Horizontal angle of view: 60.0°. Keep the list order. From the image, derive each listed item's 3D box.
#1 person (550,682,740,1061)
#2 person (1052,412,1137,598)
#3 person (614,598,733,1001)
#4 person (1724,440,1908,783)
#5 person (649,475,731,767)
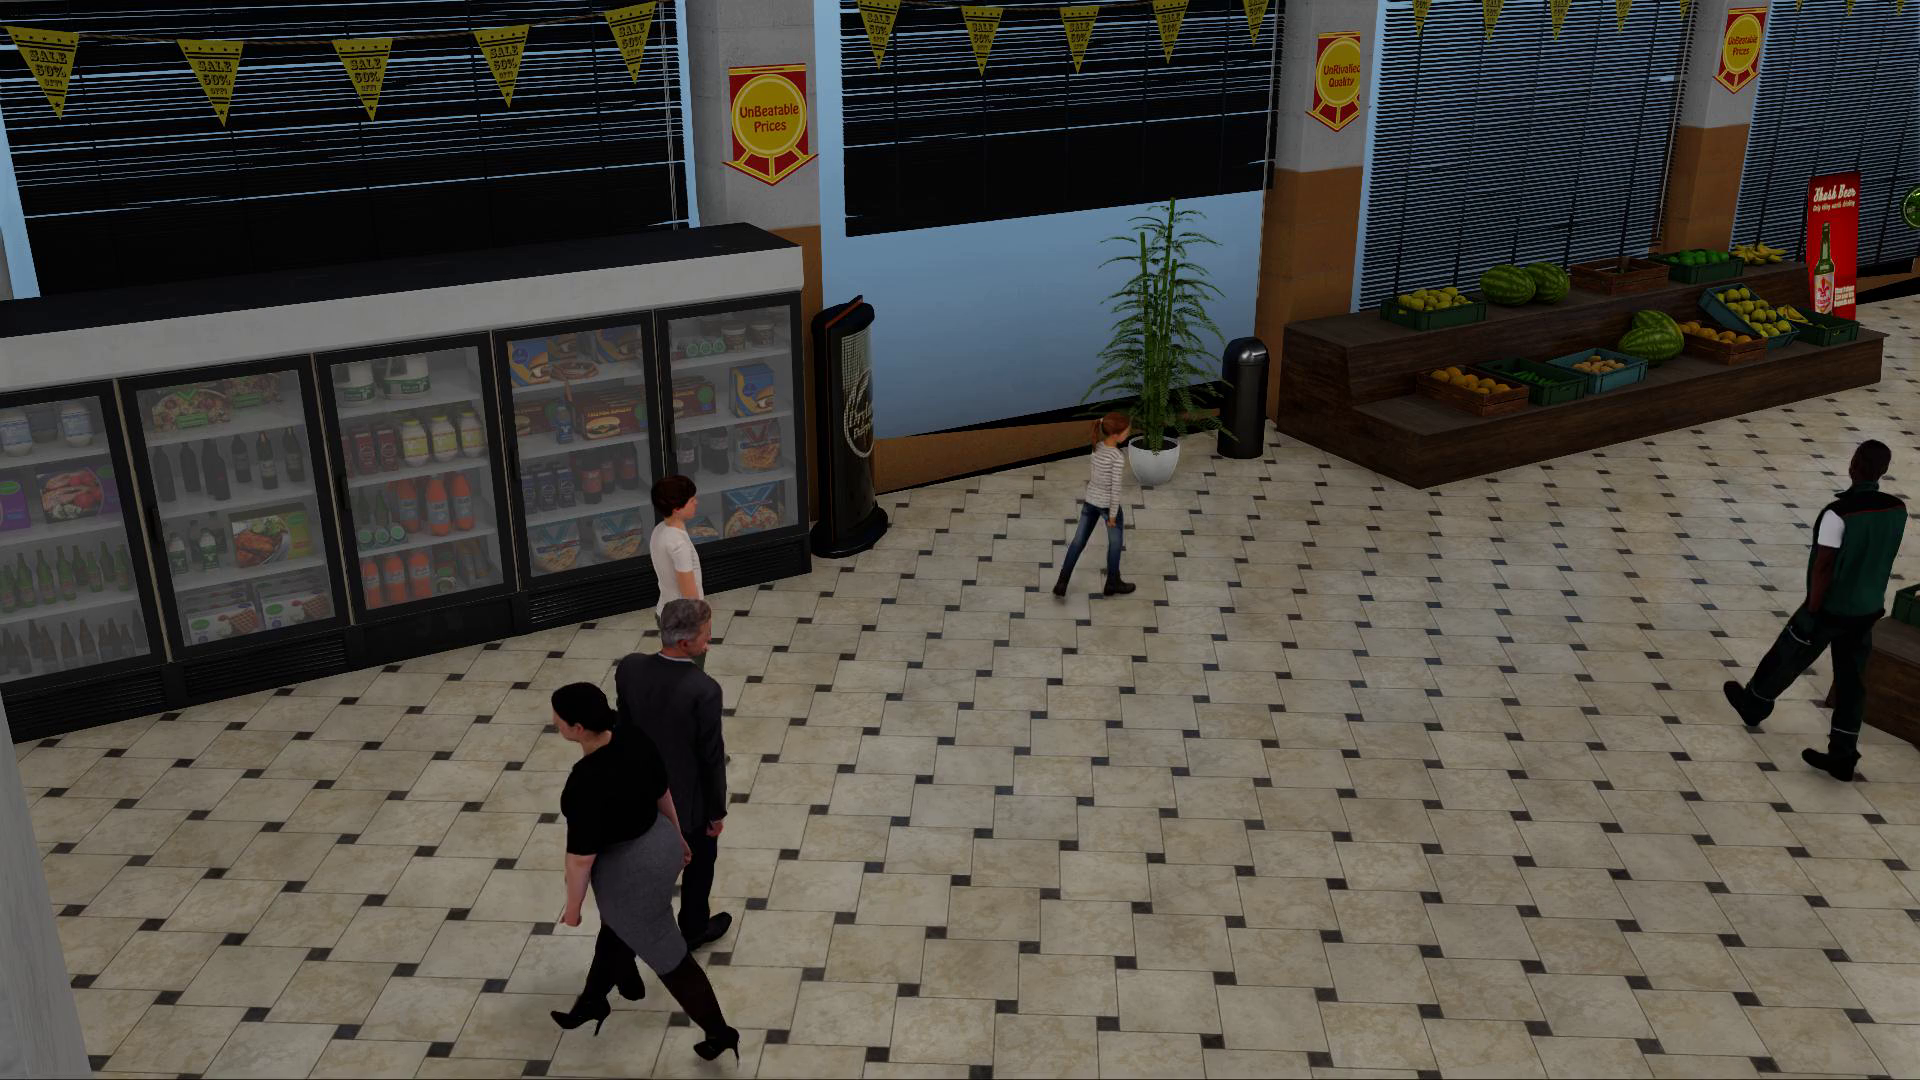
[{"bbox_3d":[-1.176,1.358,6.544,1.156,1.687,1.080,8,23,18],"label":"person"},{"bbox_3d":[0.885,-0.201,10.975,0.815,1.275,0.582,-18,28,-38],"label":"person"},{"bbox_3d":[-1.246,1.110,7.018,1.105,1.794,1.231,8,23,19],"label":"person"},{"bbox_3d":[4.710,0.416,8.755,1.141,1.786,0.935,-8,23,-18],"label":"person"},{"bbox_3d":[-1.487,0.438,8.877,0.533,1.655,0.569,-11,24,-25],"label":"person"}]
